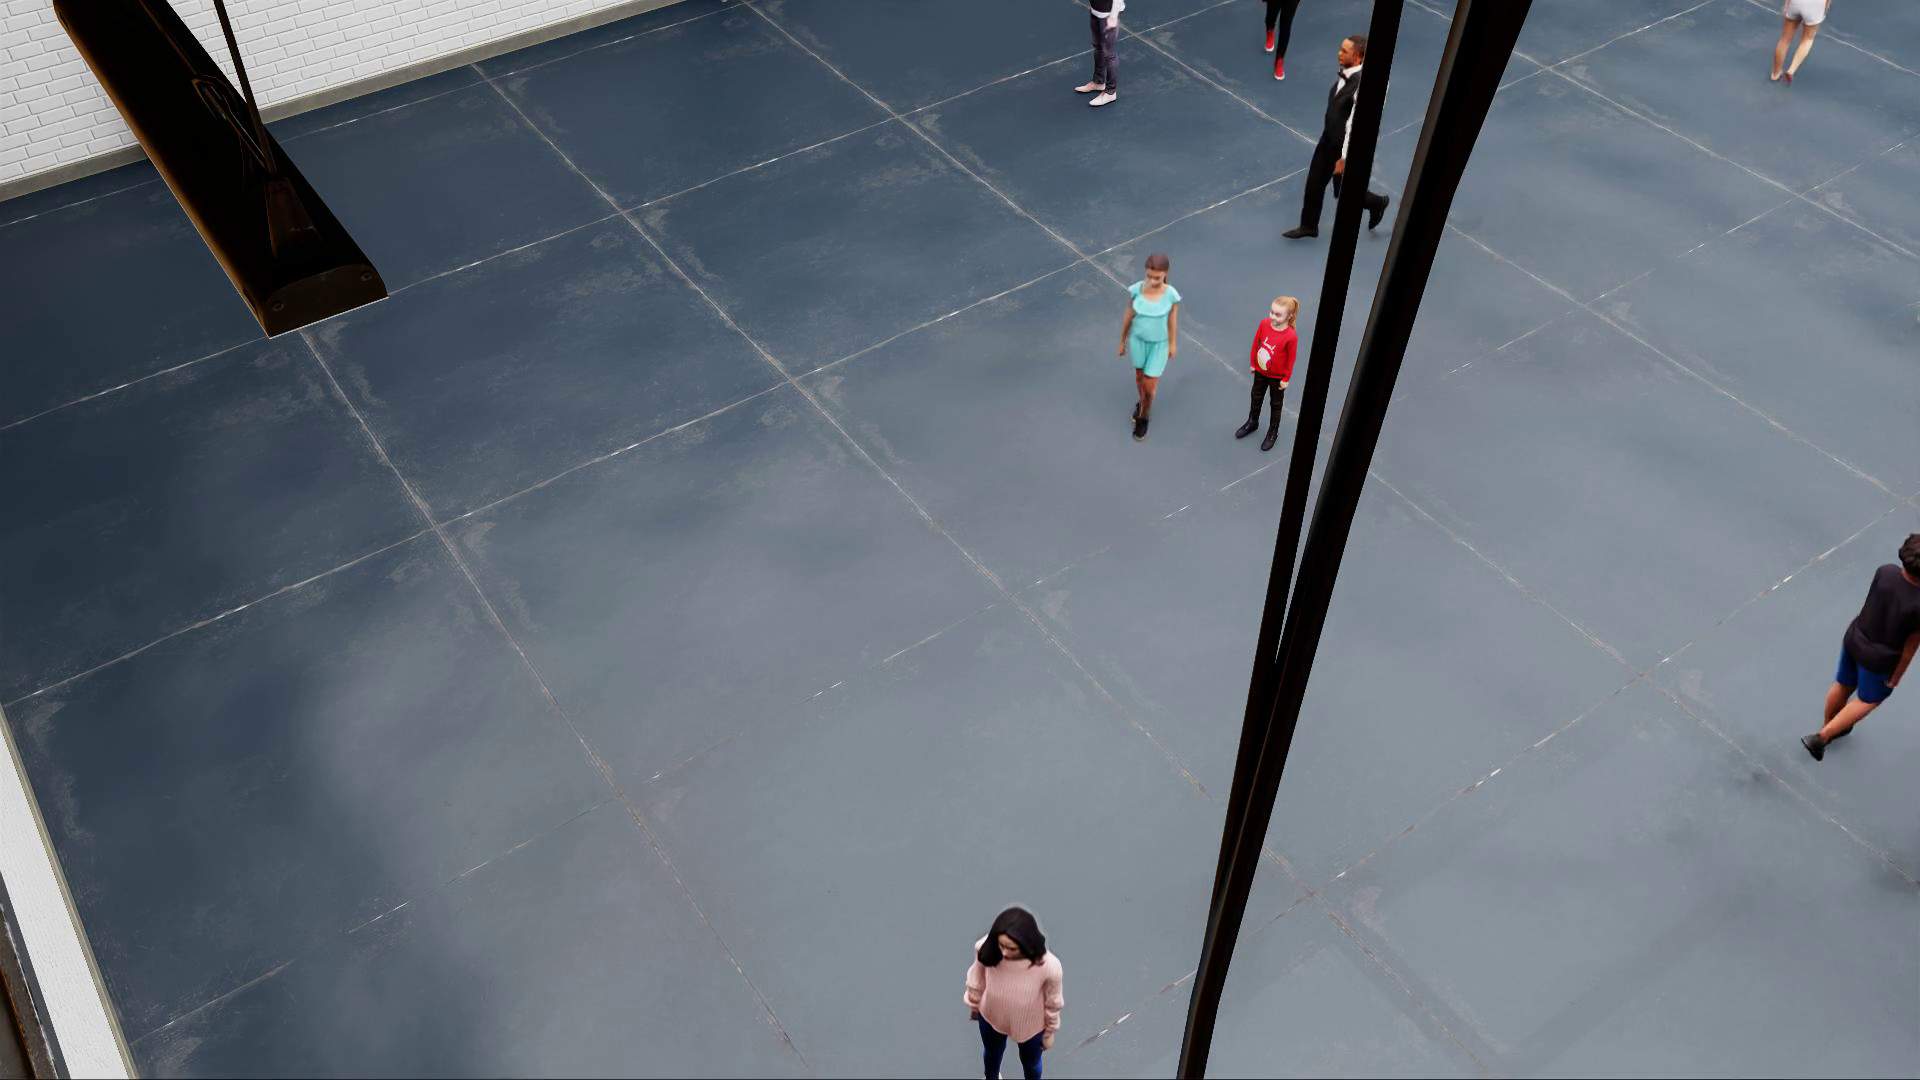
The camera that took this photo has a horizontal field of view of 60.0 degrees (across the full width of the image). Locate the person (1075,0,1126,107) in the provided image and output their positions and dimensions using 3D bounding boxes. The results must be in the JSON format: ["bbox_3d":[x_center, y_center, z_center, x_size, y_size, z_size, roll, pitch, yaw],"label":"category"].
[{"bbox_3d":[1.400,-5.085,15.985,0.679,1.824,0.741,-15,46,-15],"label":"person"}]

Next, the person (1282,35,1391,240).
[{"bbox_3d":[3.334,-3.366,14.137,1.236,1.884,0.927,-11,45,-11],"label":"person"}]

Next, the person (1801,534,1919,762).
[{"bbox_3d":[5.422,0.674,9.972,0.895,1.780,0.680,-16,46,-16],"label":"person"}]

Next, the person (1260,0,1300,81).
[{"bbox_3d":[3.216,-5.522,16.579,1.087,1.637,1.100,5,44,5],"label":"person"}]

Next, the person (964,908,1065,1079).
[{"bbox_3d":[0.271,2.355,8.216,0.731,1.768,0.735,16,46,16],"label":"person"}]

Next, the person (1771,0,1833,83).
[{"bbox_3d":[8.270,-5.203,16.270,0.683,1.601,0.750,24,49,23],"label":"person"}]

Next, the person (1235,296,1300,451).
[{"bbox_3d":[2.318,-1.264,12.367,0.551,1.281,0.568,29,51,27],"label":"person"}]

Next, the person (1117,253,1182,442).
[{"bbox_3d":[1.443,-1.527,12.455,0.751,1.542,0.830,16,46,16],"label":"person"}]
